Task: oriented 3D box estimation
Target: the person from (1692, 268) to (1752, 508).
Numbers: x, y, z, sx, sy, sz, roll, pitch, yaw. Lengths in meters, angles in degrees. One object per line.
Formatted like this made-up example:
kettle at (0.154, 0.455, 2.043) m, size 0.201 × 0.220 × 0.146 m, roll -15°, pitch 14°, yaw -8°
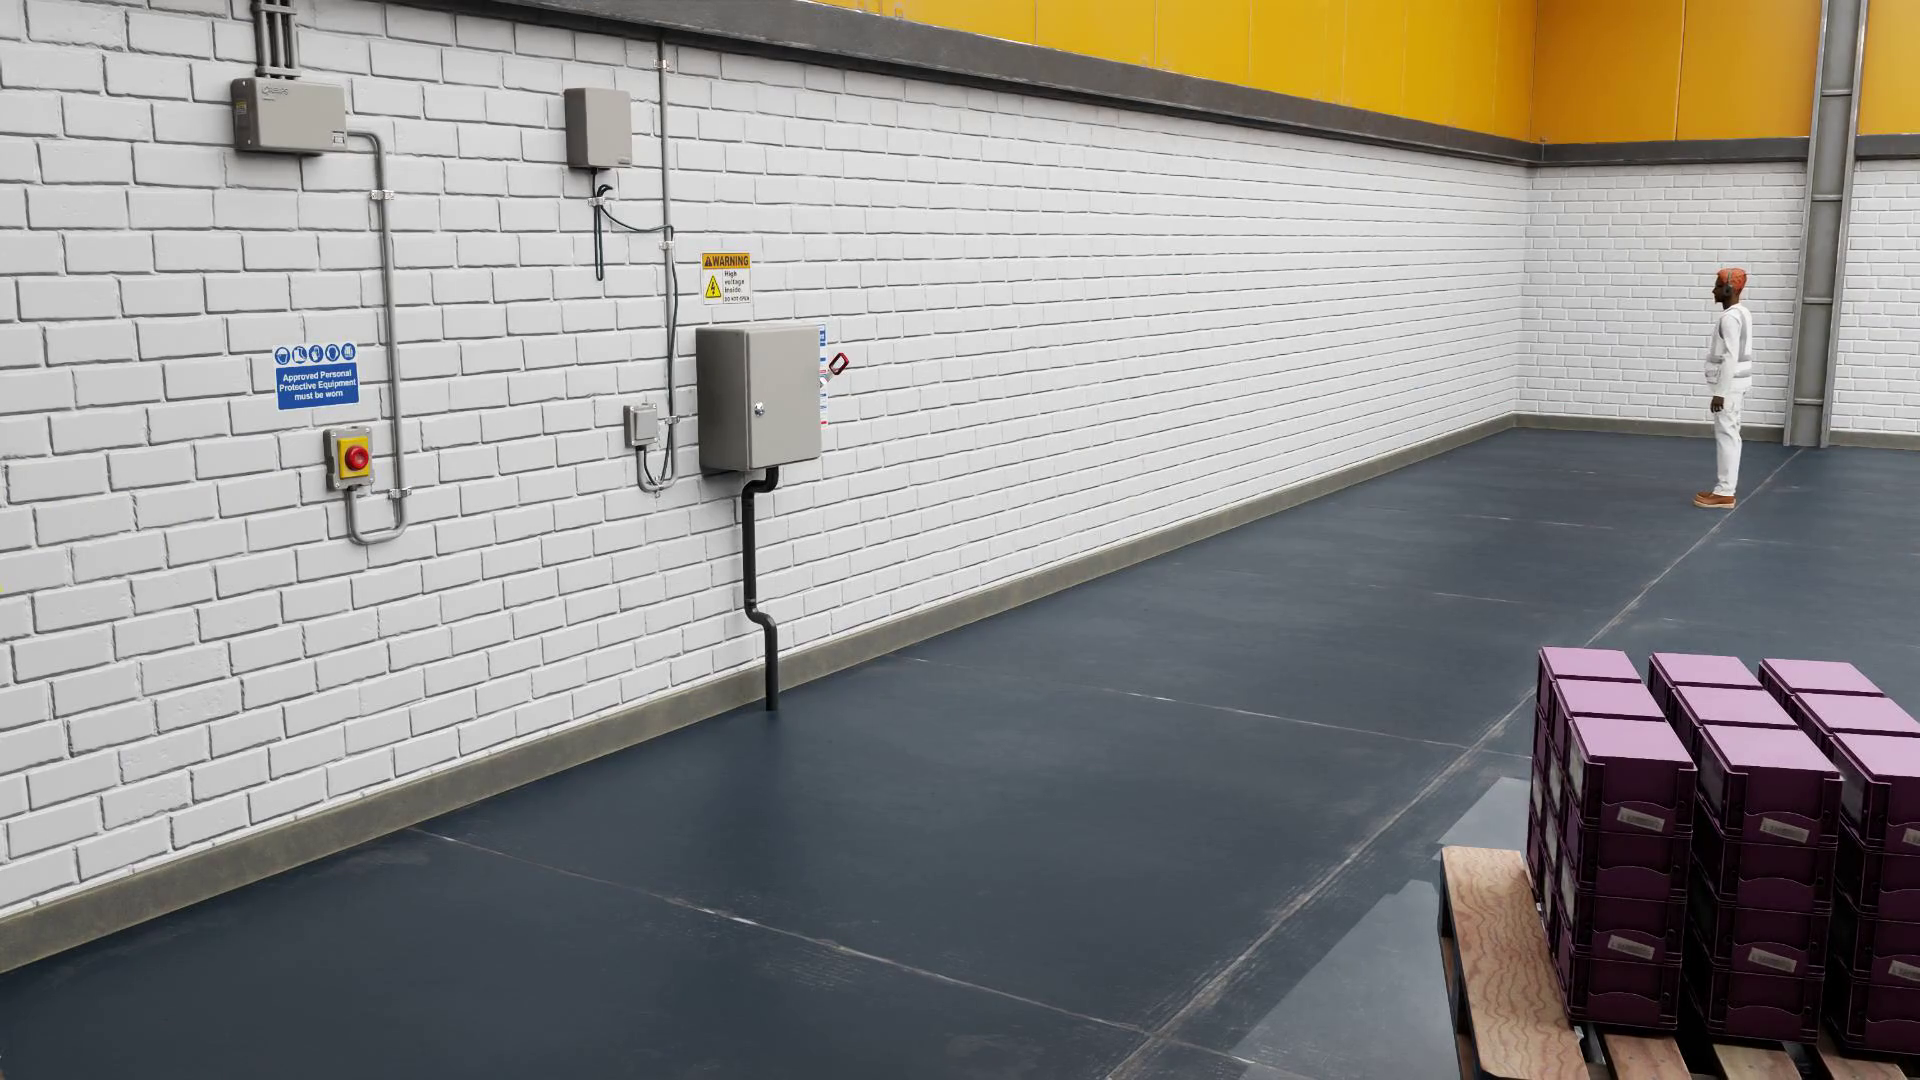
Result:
person at (6.033, -1.190, 13.101) m, size 0.358 × 1.882 × 0.574 m, roll 6°, pitch 12°, yaw 31°

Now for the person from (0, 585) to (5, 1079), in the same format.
person at (-1.832, 0.762, 2.769) m, size 0.584 × 1.691 × 0.910 m, roll 8°, pitch 13°, yaw 37°
